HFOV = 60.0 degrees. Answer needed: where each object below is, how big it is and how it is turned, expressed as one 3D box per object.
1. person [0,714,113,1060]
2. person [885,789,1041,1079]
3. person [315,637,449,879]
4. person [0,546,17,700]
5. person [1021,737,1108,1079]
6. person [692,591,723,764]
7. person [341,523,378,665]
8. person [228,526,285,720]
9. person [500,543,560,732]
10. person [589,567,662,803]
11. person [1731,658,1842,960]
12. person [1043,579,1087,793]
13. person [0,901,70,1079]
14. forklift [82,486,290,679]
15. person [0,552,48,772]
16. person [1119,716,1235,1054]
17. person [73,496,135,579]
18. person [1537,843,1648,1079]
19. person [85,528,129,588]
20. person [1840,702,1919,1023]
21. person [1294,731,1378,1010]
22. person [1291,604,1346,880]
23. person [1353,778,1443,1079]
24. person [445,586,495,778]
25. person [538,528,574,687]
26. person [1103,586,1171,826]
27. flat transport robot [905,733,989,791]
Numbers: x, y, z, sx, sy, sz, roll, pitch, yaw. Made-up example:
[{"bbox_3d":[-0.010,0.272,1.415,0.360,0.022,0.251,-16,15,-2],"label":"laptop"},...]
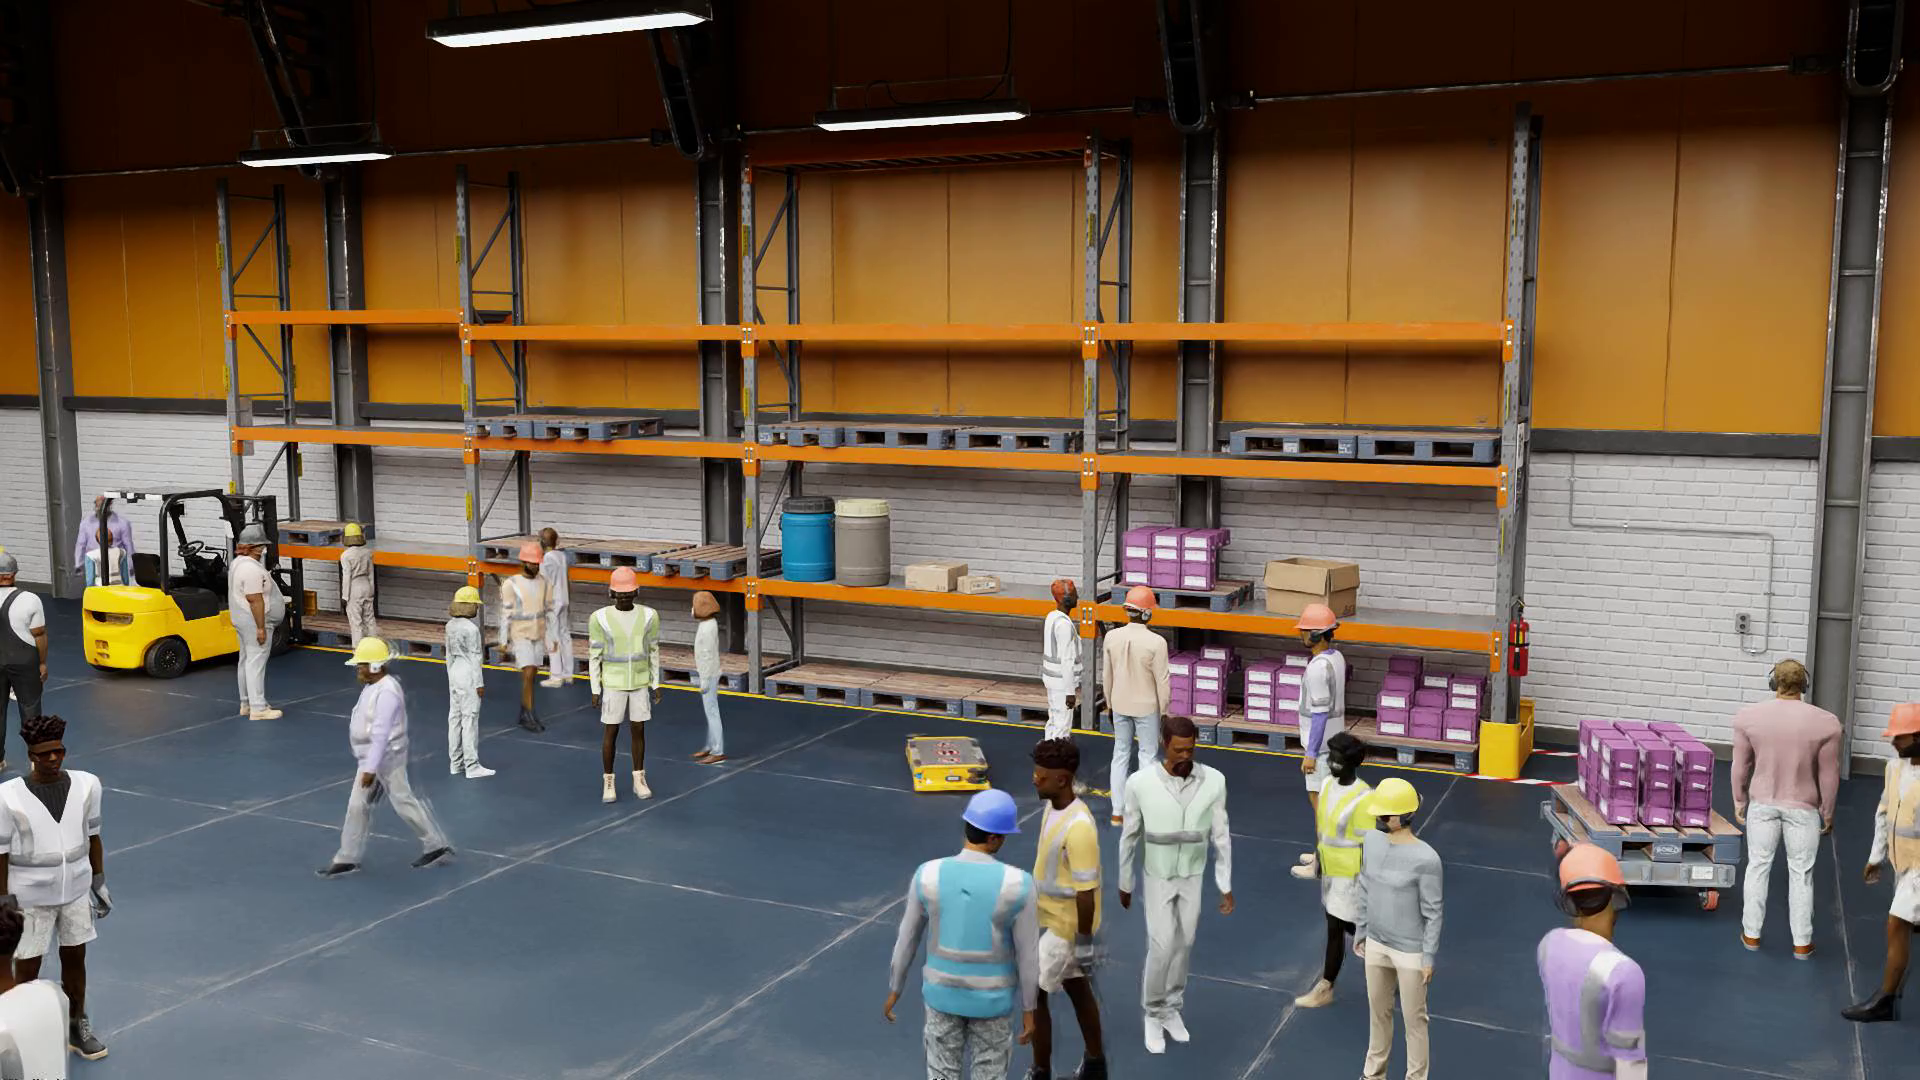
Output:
[{"bbox_3d":[-4.954,1.911,9.071,0.368,1.967,0.600,5,9,38],"label":"person"},{"bbox_3d":[0.023,2.103,7.695,0.728,1.923,0.443,2,7,14],"label":"person"},{"bbox_3d":[-4.286,1.603,12.345,0.923,1.793,0.584,-5,8,-34],"label":"person"},{"bbox_3d":[-10.508,0.912,18.157,0.325,1.765,0.534,3,8,24],"label":"person"},{"bbox_3d":[0.458,1.976,8.652,0.766,1.940,0.627,0,7,-2],"label":"person"},{"bbox_3d":[-2.374,1.284,15.617,0.268,1.631,0.507,-1,7,-8],"label":"person"},{"bbox_3d":[-7.371,0.663,20.321,0.324,1.737,0.492,3,8,25],"label":"person"},{"bbox_3d":[-7.382,0.854,17.501,0.536,2.000,0.688,-5,9,-37],"label":"person"},{"bbox_3d":[-4.321,0.991,16.890,0.759,1.909,0.584,7,10,44],"label":"person"},{"bbox_3d":[-2.870,1.237,14.325,0.614,2.041,0.393,-3,8,-24],"label":"person"},{"bbox_3d":[5.329,1.726,10.776,0.631,1.932,0.372,5,8,34],"label":"person"},{"bbox_3d":[0.912,1.277,14.651,0.352,1.884,0.579,-1,7,-10],"label":"person"},{"bbox_3d":[-3.484,2.278,6.093,0.410,1.953,0.603,1,7,5],"label":"person"},{"bbox_3d":[-9.426,0.454,20.179,1.214,2.155,2.313,3,8,26],"label":"forklift"},{"bbox_3d":[-8.756,1.117,15.328,0.678,2.000,0.537,-2,7,-17],"label":"person"},{"bbox_3d":[1.222,1.917,9.314,0.609,1.897,0.598,-2,7,-16],"label":"person"},{"bbox_3d":[-11.546,0.348,22.401,0.668,1.871,0.887,0,7,-4],"label":"person"},{"bbox_3d":[2.533,2.201,6.509,0.425,2.005,0.653,-1,7,-8],"label":"person"},{"bbox_3d":[-10.630,0.658,20.764,0.308,1.640,0.511,6,9,40],"label":"person"},{"bbox_3d":[5.667,1.875,9.704,0.939,1.898,0.539,-1,7,-5],"label":"person"},{"bbox_3d":[2.340,1.951,9.929,0.657,1.682,0.552,-2,7,-18],"label":"person"},{"bbox_3d":[2.633,1.483,12.293,0.392,2.041,0.615,3,8,25],"label":"person"},{"bbox_3d":[2.227,2.078,8.537,0.329,1.763,0.523,-4,8,-32],"label":"person"},{"bbox_3d":[-4.486,1.287,15.166,0.483,1.737,0.312,6,9,43],"label":"person"},{"bbox_3d":[-4.658,0.776,19.041,0.398,1.833,0.532,3,7,22],"label":"person"},{"bbox_3d":[1.444,1.361,13.498,0.612,1.995,0.382,5,9,37],"label":"person"},{"bbox_3d":[-0.133,2.012,15.178,0.652,0.197,1.431,-1,7,-5],"label":"flat transport robot"}]
